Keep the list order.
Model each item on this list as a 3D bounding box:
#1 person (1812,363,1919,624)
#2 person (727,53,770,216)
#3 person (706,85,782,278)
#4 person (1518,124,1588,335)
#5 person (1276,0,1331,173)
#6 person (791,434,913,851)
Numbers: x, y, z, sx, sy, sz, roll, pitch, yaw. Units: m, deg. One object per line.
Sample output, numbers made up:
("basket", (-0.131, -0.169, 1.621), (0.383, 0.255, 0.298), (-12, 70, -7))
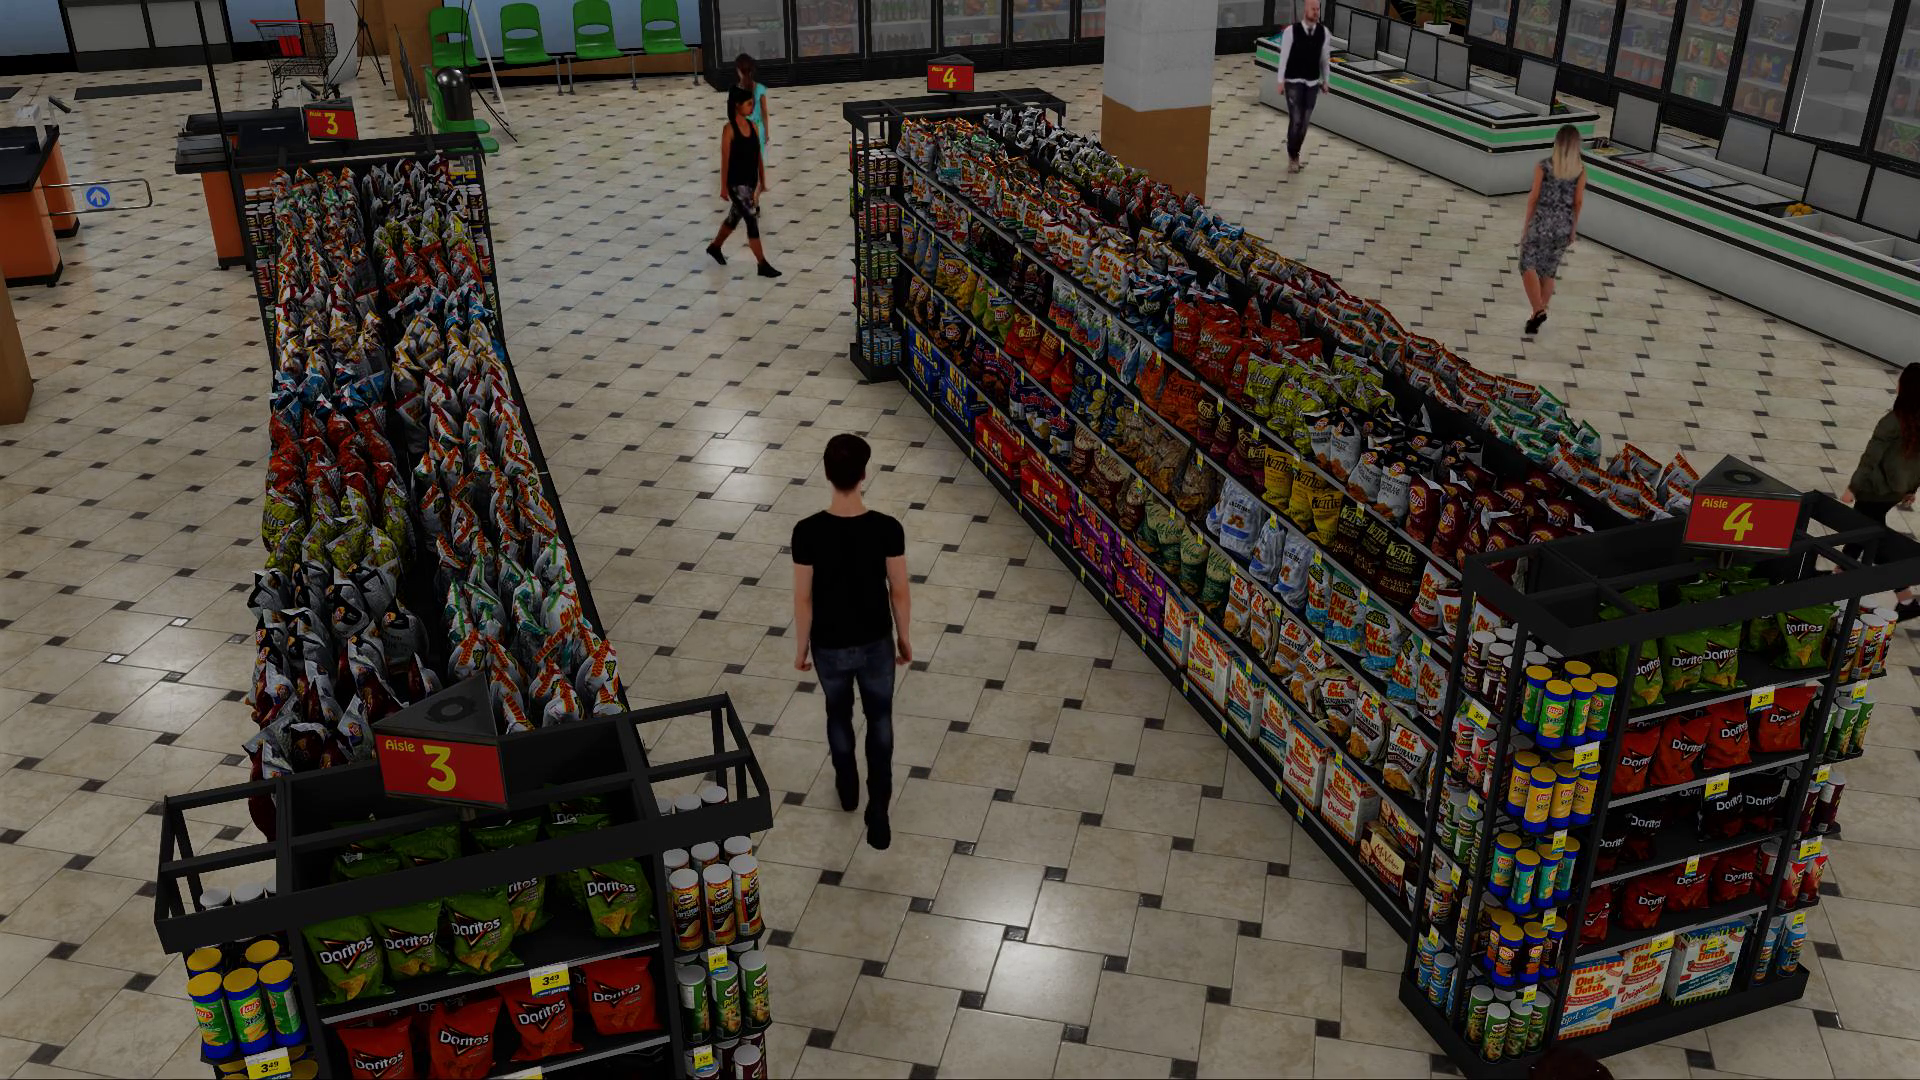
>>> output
("person", (5.114, -0.232, 9.111), (0.707, 1.447, 1.020), (-16, 31, -28))
("person", (-2.060, -3.977, 16.392), (0.605, 1.541, 0.780), (-6, 27, -11))
("person", (-1.995, -3.160, 14.687), (1.164, 1.627, 1.028), (17, 32, 30))
("person", (4.652, -2.388, 13.098), (0.776, 1.685, 0.923), (2, 27, 4))
("person", (3.660, -4.916, 17.950), (0.737, 1.807, 0.764), (-6, 28, -12))
("person", (-0.462, 0.484, 7.223), (0.846, 1.877, 1.131), (-3, 27, -6))
